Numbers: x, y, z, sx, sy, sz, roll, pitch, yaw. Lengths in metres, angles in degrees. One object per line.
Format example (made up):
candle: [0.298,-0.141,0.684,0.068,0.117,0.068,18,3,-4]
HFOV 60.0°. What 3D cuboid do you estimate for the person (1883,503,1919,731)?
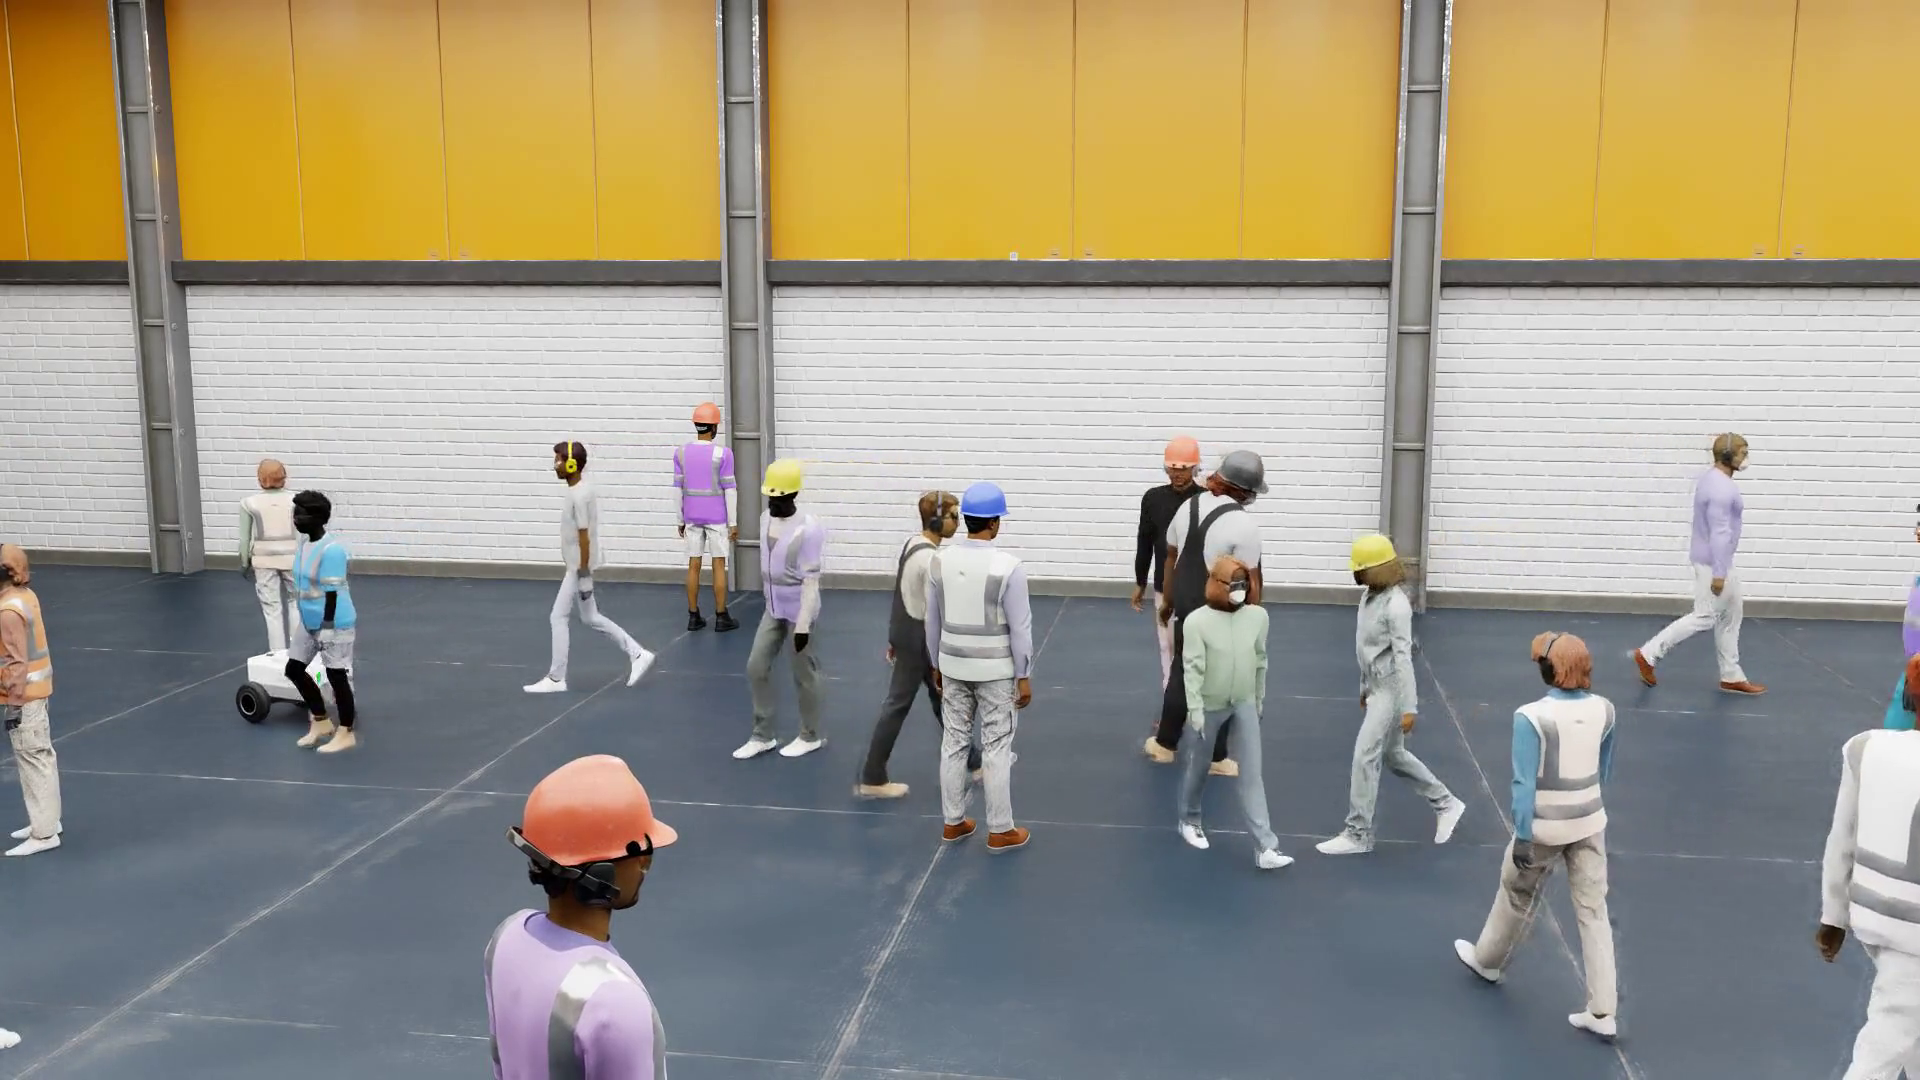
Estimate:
person: [5.277,0.690,8.913,0.838,1.820,0.570,3,10,18]

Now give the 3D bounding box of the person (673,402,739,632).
person: [-2.122,-0.192,14.002,0.552,1.935,0.374,2,10,15]

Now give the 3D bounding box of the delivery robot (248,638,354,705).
delivery robot: [-4.446,0.898,11.215,0.707,0.478,0.477,5,10,25]

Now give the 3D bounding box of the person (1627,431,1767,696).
person: [5.310,0.170,11.877,0.888,1.914,0.639,3,10,19]

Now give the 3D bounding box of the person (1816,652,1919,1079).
person: [3.162,1.260,5.344,0.942,1.840,0.596,-1,9,-9]

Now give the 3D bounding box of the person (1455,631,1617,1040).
person: [2.406,1.153,6.754,0.546,1.585,0.871,-3,10,-20]

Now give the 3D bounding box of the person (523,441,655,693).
person: [-2.683,0.190,11.975,0.876,1.837,0.521,-1,9,-9]

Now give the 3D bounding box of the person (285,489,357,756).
person: [-4.006,0.527,10.364,0.536,1.683,0.429,8,12,42]

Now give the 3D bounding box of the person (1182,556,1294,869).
person: [1.374,0.874,8.492,0.507,1.588,0.831,-2,10,-15]

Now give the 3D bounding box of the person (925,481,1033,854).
person: [0.108,0.664,8.686,0.614,1.946,0.390,6,11,31]

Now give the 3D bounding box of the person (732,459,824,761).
person: [-1.107,0.446,10.183,0.731,1.891,0.621,-8,12,-41]

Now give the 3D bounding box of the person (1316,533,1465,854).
person: [2.288,0.797,8.640,0.775,1.700,0.535,-1,9,-4]

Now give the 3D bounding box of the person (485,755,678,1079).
person: [-0.762,1.452,3.537,0.374,2.044,0.607,-8,12,-39]

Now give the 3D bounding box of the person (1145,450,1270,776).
person: [1.526,0.387,10.112,0.537,2.000,0.860,-6,11,-35]

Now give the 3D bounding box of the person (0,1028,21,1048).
person: [-4.116,1.050,6.477,0.768,1.900,0.597,1,9,4]

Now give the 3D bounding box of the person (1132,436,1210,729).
person: [1.453,0.304,10.878,0.648,1.976,0.480,6,11,33]

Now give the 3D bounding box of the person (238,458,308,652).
person: [-5.180,0.189,12.611,0.535,1.618,0.547,-5,10,-27]

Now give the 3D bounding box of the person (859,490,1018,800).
person: [-0.136,0.608,9.519,0.982,1.788,0.529,-2,9,-9]

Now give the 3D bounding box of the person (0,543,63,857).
person: [-4.891,0.822,8.666,0.310,1.636,0.523,-4,10,-22]
